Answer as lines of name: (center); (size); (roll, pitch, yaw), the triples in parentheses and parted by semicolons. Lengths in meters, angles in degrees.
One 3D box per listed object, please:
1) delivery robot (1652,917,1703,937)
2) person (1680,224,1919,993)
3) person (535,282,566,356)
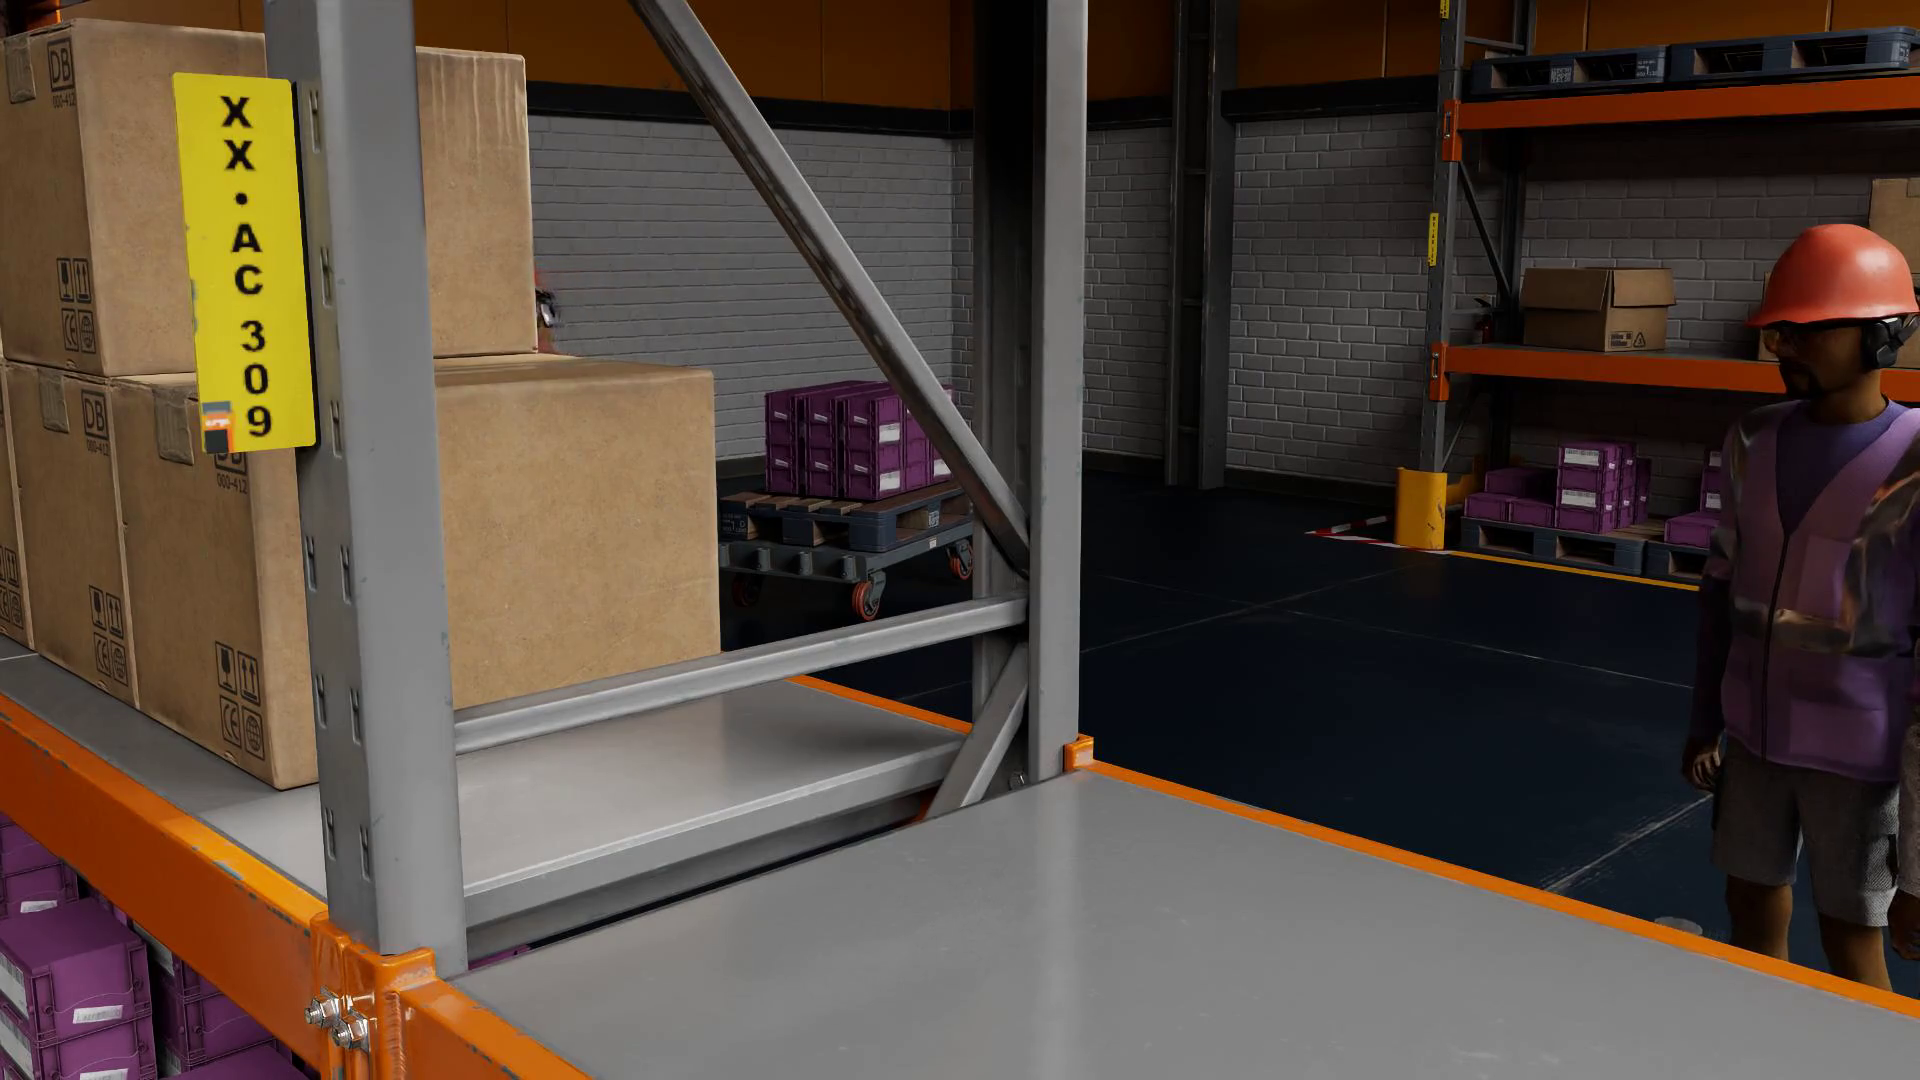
delivery robot: (1.527, 1.057, 3.579); (0.707, 0.478, 0.477); (8, 13, 37)
person: (1.710, 0.398, 3.368); (0.391, 2.041, 0.615); (-4, 11, -22)
person: (-1.312, 0.069, 5.448); (0.689, 1.932, 0.677); (1, 10, 7)
